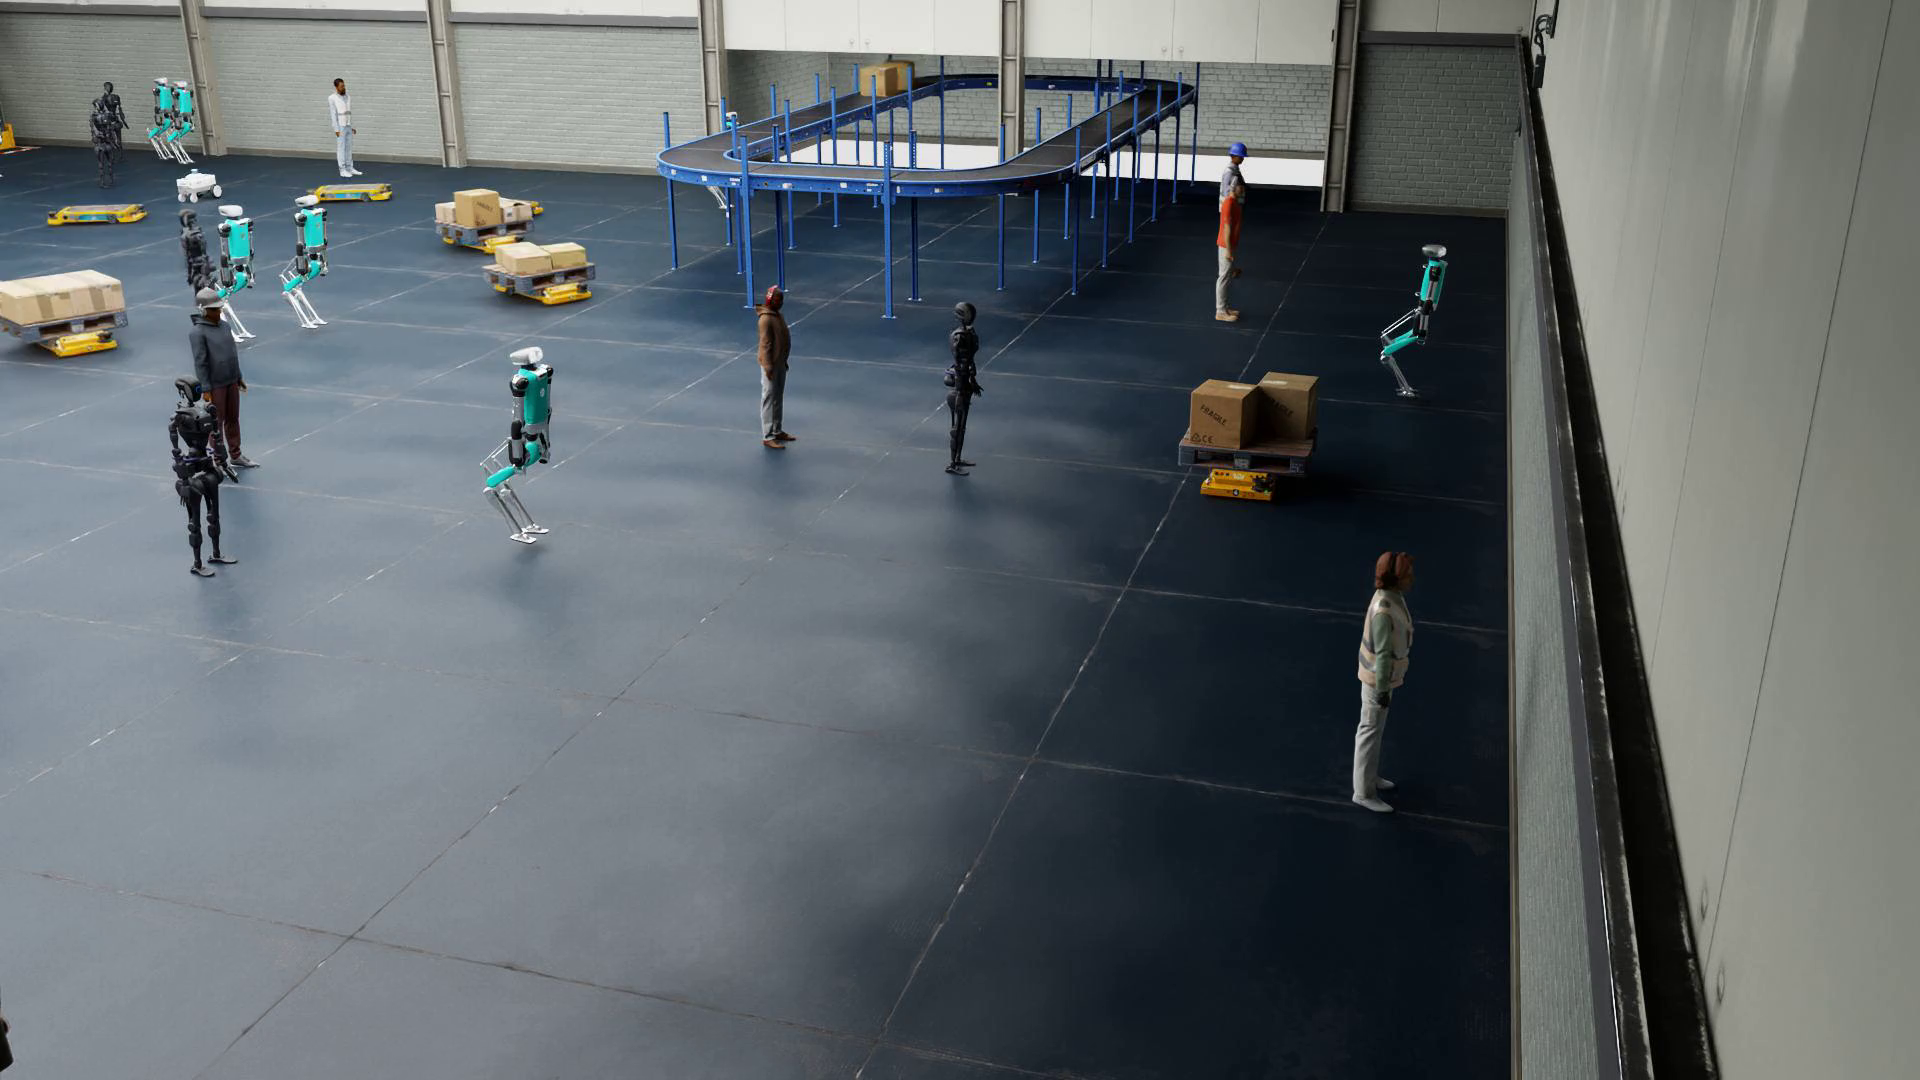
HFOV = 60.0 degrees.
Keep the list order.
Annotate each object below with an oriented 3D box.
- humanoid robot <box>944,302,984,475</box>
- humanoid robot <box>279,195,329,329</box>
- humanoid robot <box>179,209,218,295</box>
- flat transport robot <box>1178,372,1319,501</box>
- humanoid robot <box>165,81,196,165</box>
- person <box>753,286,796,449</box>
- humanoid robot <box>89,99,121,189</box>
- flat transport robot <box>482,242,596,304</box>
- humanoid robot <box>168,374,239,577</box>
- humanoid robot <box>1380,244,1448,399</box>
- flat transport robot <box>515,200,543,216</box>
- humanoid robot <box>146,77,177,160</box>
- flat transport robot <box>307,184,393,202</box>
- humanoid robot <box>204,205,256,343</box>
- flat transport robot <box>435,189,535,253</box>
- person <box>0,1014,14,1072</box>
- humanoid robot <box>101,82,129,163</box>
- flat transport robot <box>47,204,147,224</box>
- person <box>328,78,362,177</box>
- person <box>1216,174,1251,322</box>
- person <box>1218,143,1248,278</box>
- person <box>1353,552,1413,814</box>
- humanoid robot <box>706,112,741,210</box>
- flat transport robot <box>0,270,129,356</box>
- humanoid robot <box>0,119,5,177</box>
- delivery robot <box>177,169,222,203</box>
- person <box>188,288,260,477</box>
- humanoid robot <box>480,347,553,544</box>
[{"bbox_3d":[0.032,-1.483,16.052,0.315,1.654,0.599,6,22,16],"label":"humanoid robot"},{"bbox_3d":[-8.385,-3.543,21.142,0.735,1.677,0.533,6,22,16],"label":"humanoid robot"},{"bbox_3d":[-9.535,-3.366,20.960,0.603,1.646,0.413,17,27,38],"label":"humanoid robot"},{"bbox_3d":[2.769,-0.708,16.015,0.659,0.231,1.431,6,22,16],"label":"flat transport robot"},{"bbox_3d":[-16.132,-8.608,34.286,0.735,1.671,0.533,6,22,16],"label":"humanoid robot"},{"bbox_3d":[-1.889,-1.757,16.813,0.337,1.649,0.454,6,22,16],"label":"person"},{"bbox_3d":[-16.470,-7.637,32.008,0.315,1.657,0.599,6,22,16],"label":"humanoid robot"},{"bbox_3d":[-5.886,-3.551,23.388,1.431,0.231,0.659,19,28,39],"label":"flat transport robot"},{"bbox_3d":[-6.217,-0.553,13.635,0.315,1.657,0.599,6,22,16],"label":"humanoid robot"},{"bbox_3d":[4.885,-2.401,18.188,0.735,1.671,0.533,6,22,16],"label":"humanoid robot"},{"bbox_3d":[-7.921,-5.703,28.969,0.659,0.231,1.431,6,22,16],"label":"flat transport robot"},{"bbox_3d":[-16.806,-8.834,34.865,0.735,1.677,0.533,6,22,16],"label":"humanoid robot"},{"bbox_3d":[-11.321,-6.438,30.875,1.431,0.231,0.659,-3,21,-8],"label":"flat transport robot"},{"bbox_3d":[-9.042,-3.286,20.484,0.735,1.671,0.533,6,22,16],"label":"humanoid robot"},{"bbox_3d":[-7.593,-4.831,26.709,1.431,0.231,0.659,19,28,39],"label":"flat transport robot"},{"bbox_3d":[-4.133,2.010,6.798,0.366,1.830,0.501,6,22,16],"label":"person"},{"bbox_3d":[-17.829,-8.807,35.048,0.315,1.654,0.599,6,22,16],"label":"humanoid robot"},{"bbox_3d":[-14.925,-5.632,28.784,1.431,0.231,0.659,-3,21,-8],"label":"flat transport robot"},{"bbox_3d":[-12.366,-8.277,33.356,0.393,1.919,0.590,6,22,16],"label":"person"},{"bbox_3d":[3.582,-3.851,21.887,0.393,1.912,0.475,6,22,16],"label":"person"},{"bbox_3d":[3.994,-4.853,24.443,0.392,1.941,0.600,6,22,16],"label":"person"},{"bbox_3d":[2.560,0.841,10.088,0.306,1.640,0.510,6,22,16],"label":"person"},{"bbox_3d":[-4.219,-6.682,29.281,0.735,1.677,0.533,6,22,16],"label":"humanoid robot"},{"bbox_3d":[-11.186,-2.550,20.792,1.431,0.231,0.659,19,28,39],"label":"flat transport robot"},{"bbox_3d":[-19.097,-7.921,32.503,0.735,1.671,0.533,6,22,16],"label":"humanoid robot"},{"bbox_3d":[-14.118,-6.564,30.765,0.499,0.566,0.739,6,22,16],"label":"delivery robot"},{"bbox_3d":[-7.115,-1.523,15.980,0.369,1.813,0.535,6,22,16],"label":"person"},{"bbox_3d":[-3.792,-0.819,14.074,0.735,1.677,0.533,6,22,16],"label":"humanoid robot"}]
